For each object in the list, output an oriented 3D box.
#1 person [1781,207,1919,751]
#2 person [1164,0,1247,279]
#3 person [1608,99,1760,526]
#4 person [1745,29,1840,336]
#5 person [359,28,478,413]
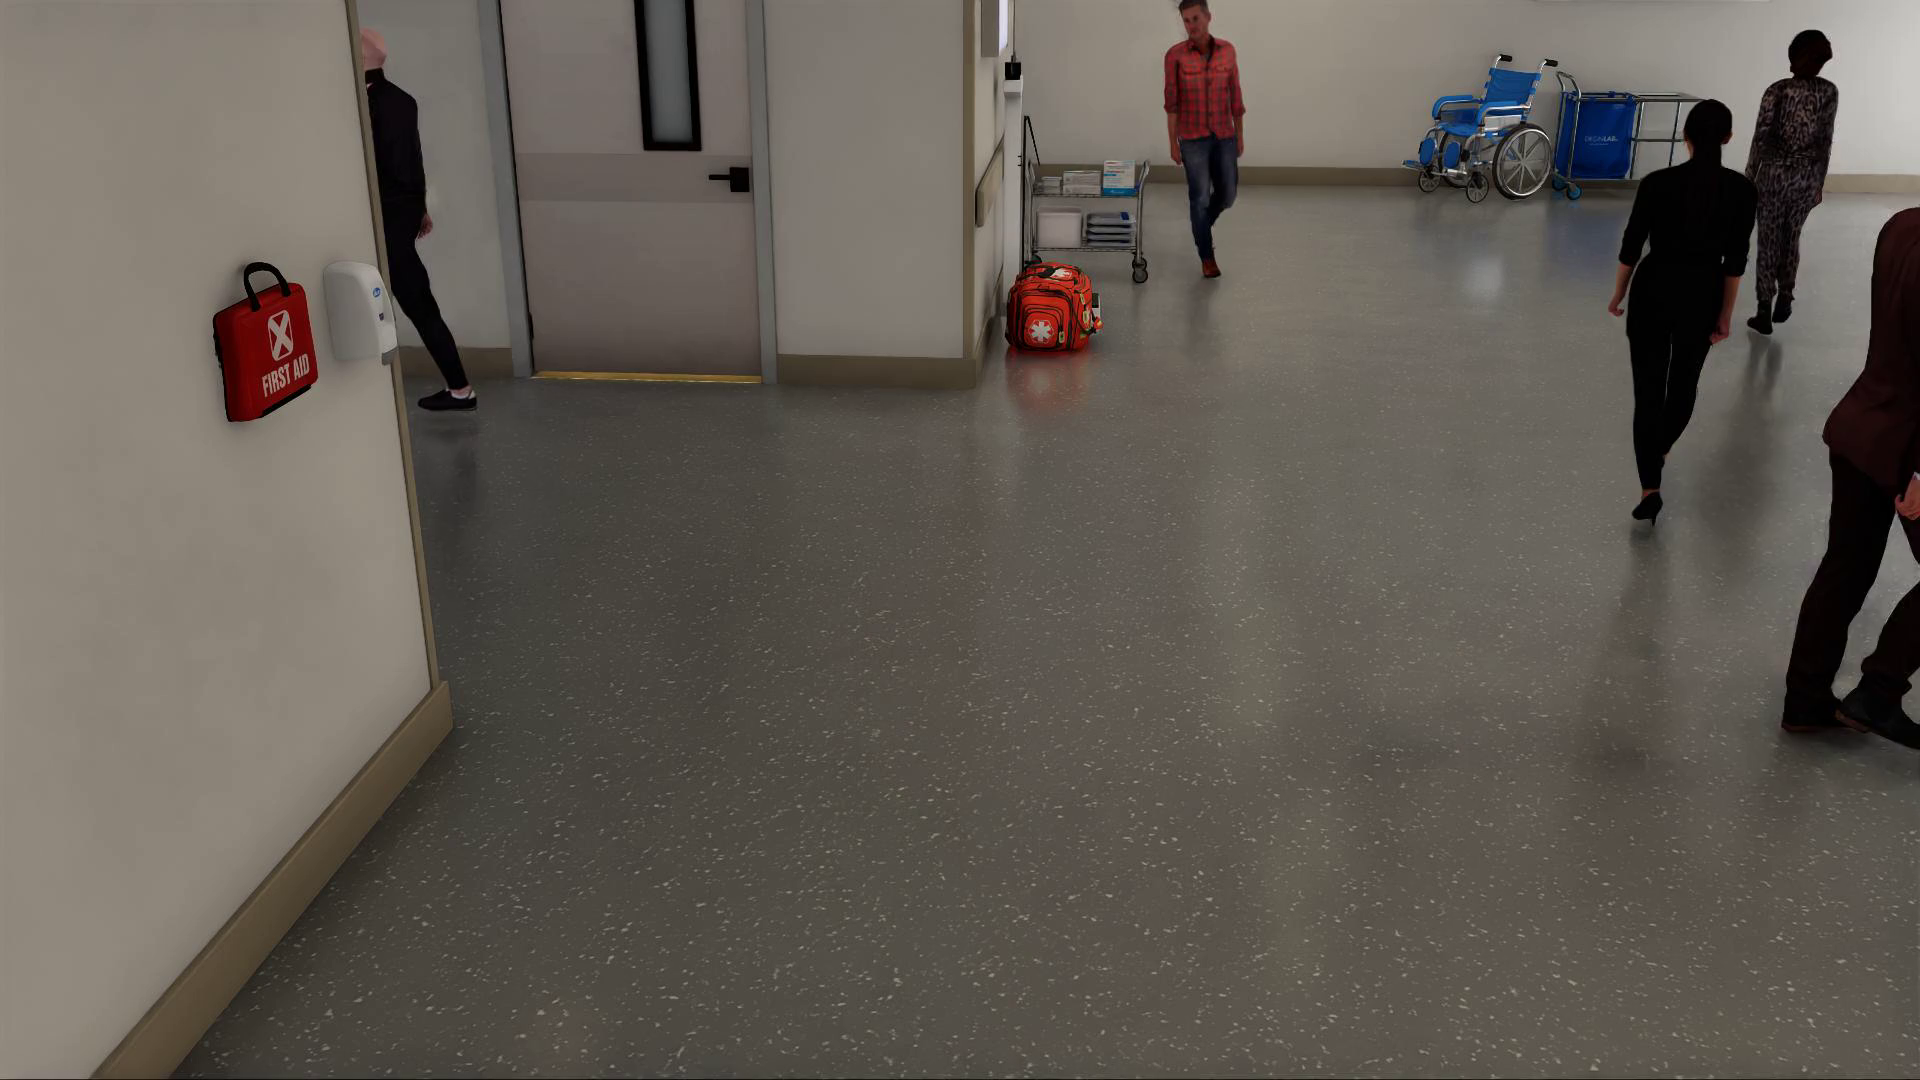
[{"bbox_3d":[2.573,-0.273,4.681,0.780,1.848,0.629,-2,21,-4],"label":"person"},{"bbox_3d":[1.610,-2.699,11.141,0.848,1.810,0.968,-5,21,-14],"label":"person"},{"bbox_3d":[2.795,-0.839,6.510,0.732,1.612,1.105,5,21,14],"label":"person"},{"bbox_3d":[4.722,-1.998,9.433,0.571,1.707,0.611,2,21,5],"label":"person"},{"bbox_3d":[-2.587,-1.445,7.862,0.758,1.787,1.074,1,21,4],"label":"person"}]
